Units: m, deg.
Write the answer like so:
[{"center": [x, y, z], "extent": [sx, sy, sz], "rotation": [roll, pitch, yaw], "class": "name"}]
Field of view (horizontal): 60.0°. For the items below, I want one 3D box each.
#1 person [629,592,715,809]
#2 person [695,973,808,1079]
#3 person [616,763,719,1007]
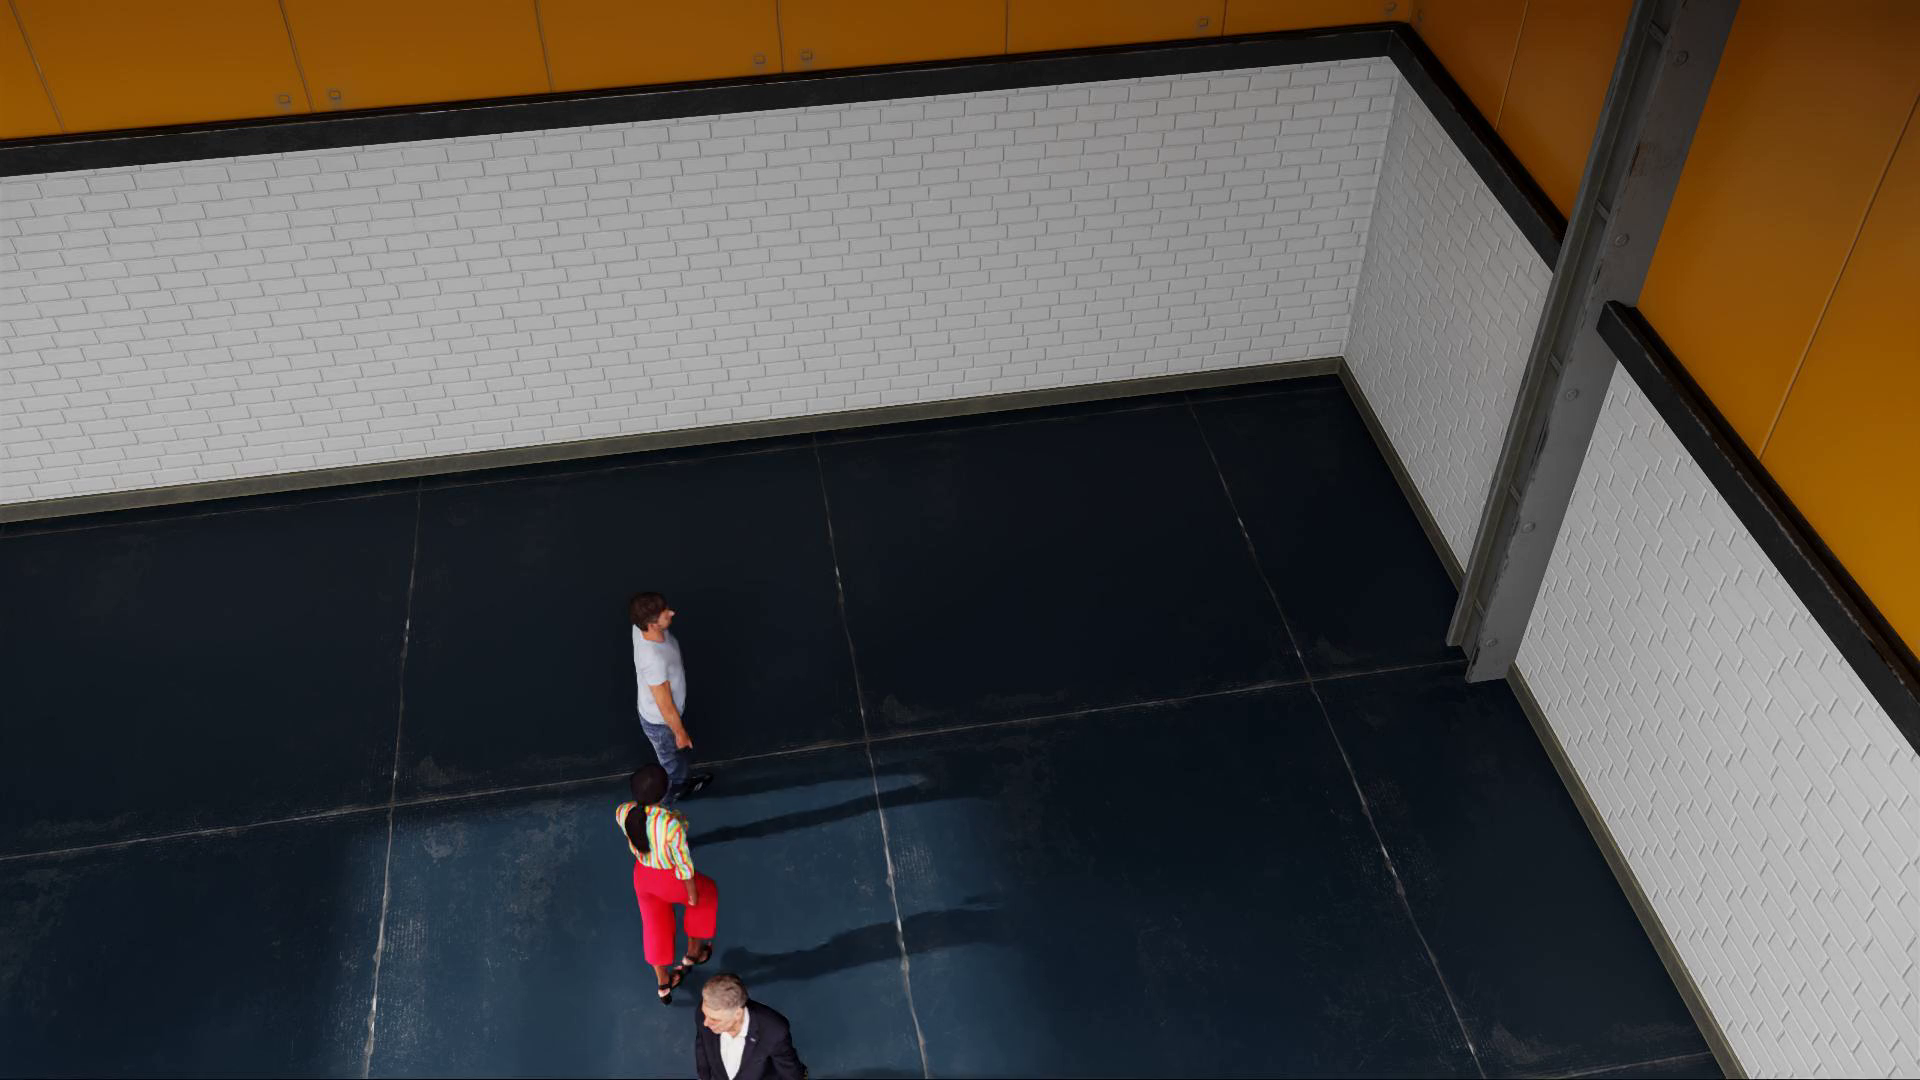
[{"center": [-1.750, 1.020, 9.720], "extent": [0.926, 1.874, 0.770], "rotation": [-21, 47, -20], "class": "person"}, {"center": [-0.978, 2.573, 8.159], "extent": [1.116, 1.780, 1.281], "rotation": [16, 46, 16], "class": "person"}, {"center": [-1.610, 1.906, 8.864], "extent": [0.787, 1.771, 0.864], "rotation": [13, 45, 13], "class": "person"}]
